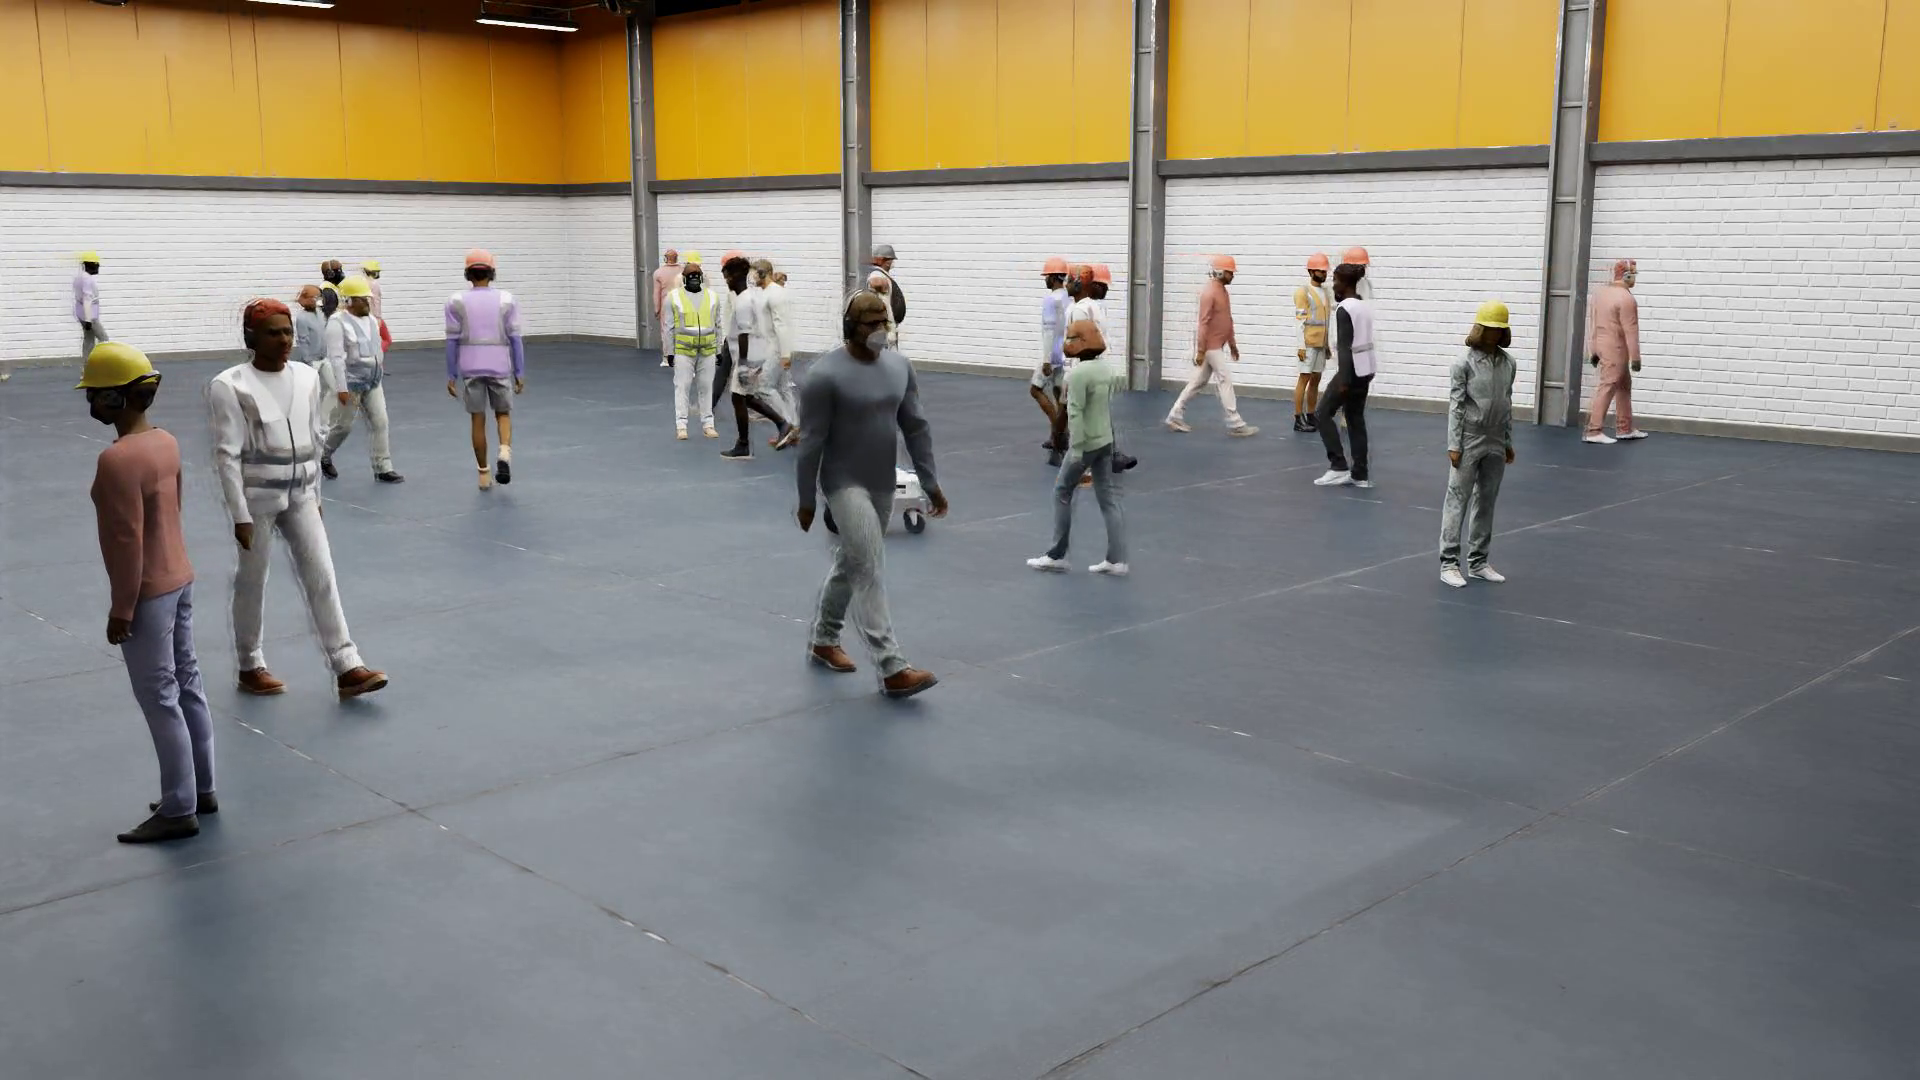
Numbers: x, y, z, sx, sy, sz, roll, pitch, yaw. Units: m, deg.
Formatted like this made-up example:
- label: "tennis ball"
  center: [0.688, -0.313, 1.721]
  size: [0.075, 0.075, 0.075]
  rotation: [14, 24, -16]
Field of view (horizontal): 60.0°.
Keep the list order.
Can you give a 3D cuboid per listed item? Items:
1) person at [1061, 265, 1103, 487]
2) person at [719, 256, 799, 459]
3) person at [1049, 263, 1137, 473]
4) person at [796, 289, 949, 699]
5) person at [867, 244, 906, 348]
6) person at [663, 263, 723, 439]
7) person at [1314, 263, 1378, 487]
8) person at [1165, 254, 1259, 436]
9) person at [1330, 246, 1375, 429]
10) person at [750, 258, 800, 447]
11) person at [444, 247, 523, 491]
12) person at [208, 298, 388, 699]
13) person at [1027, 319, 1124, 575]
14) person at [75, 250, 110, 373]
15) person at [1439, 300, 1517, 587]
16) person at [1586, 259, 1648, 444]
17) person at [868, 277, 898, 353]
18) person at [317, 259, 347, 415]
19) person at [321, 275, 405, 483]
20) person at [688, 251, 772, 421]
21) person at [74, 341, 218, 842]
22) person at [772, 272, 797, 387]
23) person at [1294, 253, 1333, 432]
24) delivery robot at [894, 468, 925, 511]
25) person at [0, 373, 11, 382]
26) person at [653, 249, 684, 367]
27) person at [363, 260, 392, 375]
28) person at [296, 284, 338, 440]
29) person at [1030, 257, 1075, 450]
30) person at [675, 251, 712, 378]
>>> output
- label: "person"
  center: [1.032, -1.392, 14.167]
  size: [0.354, 1.883, 0.572]
  rotation: [3, 11, 17]
- label: "person"
  center: [-1.947, -1.736, 15.883]
  size: [0.658, 1.938, 0.643]
  rotation: [0, 10, 2]
- label: "person"
  center: [1.179, -1.549, 15.045]
  size: [0.552, 1.872, 1.048]
  rotation: [-8, 13, -38]
- label: "person"
  center: [-0.443, -0.229, 7.847]
  size: [1.014, 1.887, 0.640]
  rotation: [9, 14, 42]
- label: "person"
  center: [-1.069, -3.102, 23.059]
  size: [0.803, 2.000, 0.692]
  rotation: [0, 10, 0]
- label: "person"
  center: [-2.790, -1.980, 17.487]
  size: [0.630, 1.843, 0.429]
  rotation: [-5, 11, -24]
- label: "person"
  center: [3.257, -1.387, 14.106]
  size: [0.565, 1.893, 0.607]
  rotation: [7, 12, 32]
- label: "person"
  center: [2.697, -2.094, 17.852]
  size: [1.039, 1.949, 0.628]
  rotation: [4, 11, 22]
- label: "person"
  center: [4.301, -2.200, 18.195]
  size: [0.617, 2.015, 0.453]
  rotation: [-6, 12, -32]
- label: "person"
  center: [-1.859, -1.876, 16.763]
  size: [0.498, 1.904, 0.652]
  rotation: [-2, 11, -9]
- label: "person"
  center: [-3.973, -1.417, 13.895]
  size: [0.624, 2.026, 0.578]
  rotation: [-3, 11, -18]
- label: "person"
  center: [-3.045, -0.159, 7.551]
  size: [0.939, 1.838, 0.601]
  rotation: [7, 12, 32]
- label: "person"
  center: [0.742, -0.582, 10.506]
  size: [0.728, 1.602, 0.522]
  rotation: [7, 12, 33]
- label: "person"
  center: [-12.777, -3.296, 24.481]
  size: [0.451, 1.909, 0.600]
  rotation: [-7, 13, -34]
- label: "person"
  center: [3.190, -0.585, 10.150]
  size: [0.491, 1.740, 0.321]
  rotation: [-5, 11, -25]
- label: "person"
  center: [6.833, -1.914, 17.007]
  size: [0.833, 1.877, 0.680]
  rotation: [0, 10, 0]
- label: "person"
  center: [-0.966, -2.544, 21.226]
  size: [0.586, 1.602, 0.528]
  rotation: [1, 10, 3]
- label: "person"
  center: [-7.418, -2.408, 19.813]
  size: [0.429, 1.846, 0.626]
  rotation: [-3, 11, -17]
- label: "person"
  center: [-5.257, -1.380, 14.355]
  size: [0.850, 1.802, 0.585]
  rotation: [5, 11, 24]
- label: "person"
  center: [-2.620, -2.316, 19.034]
  size: [1.026, 1.936, 0.620]
  rotation: [2, 11, 8]
- label: "person"
  center: [-2.897, 0.185, 5.887]
  size: [0.327, 1.767, 0.533]
  rotation: [-1, 10, -5]
- label: "person"
  center: [-2.627, -2.978, 23.536]
  size: [0.631, 1.615, 0.523]
  rotation: [9, 14, 40]
- label: "person"
  center: [3.869, -2.148, 18.137]
  size: [0.543, 1.938, 0.356]
  rotation: [-10, 14, -43]
- label: "delivery robot"
  center: [-0.609, -0.380, 12.017]
  size: [0.707, 0.478, 0.477]
  rotation: [-1, 10, -3]
- label: "person"
  center: [-14.307, -3.132, 23.918]
  size: [0.510, 1.797, 0.955]
  rotation: [9, 13, 39]
- label: "person"
  center: [-4.673, -3.770, 27.058]
  size: [0.641, 1.913, 0.408]
  rotation: [-4, 11, -22]
- label: "person"
  center: [-8.888, -3.359, 25.261]
  size: [0.451, 1.752, 0.542]
  rotation: [-10, 14, -43]
- label: "person"
  center: [-6.693, -1.848, 17.355]
  size: [0.403, 1.618, 0.538]
  rotation: [2, 11, 9]
- label: "person"
  center: [0.937, -1.840, 16.503]
  size: [0.410, 1.917, 0.564]
  rotation: [7, 13, 34]
- label: "person"
  center: [-3.940, -3.377, 24.961]
  size: [0.674, 1.899, 0.587]
  rotation: [9, 14, 40]
